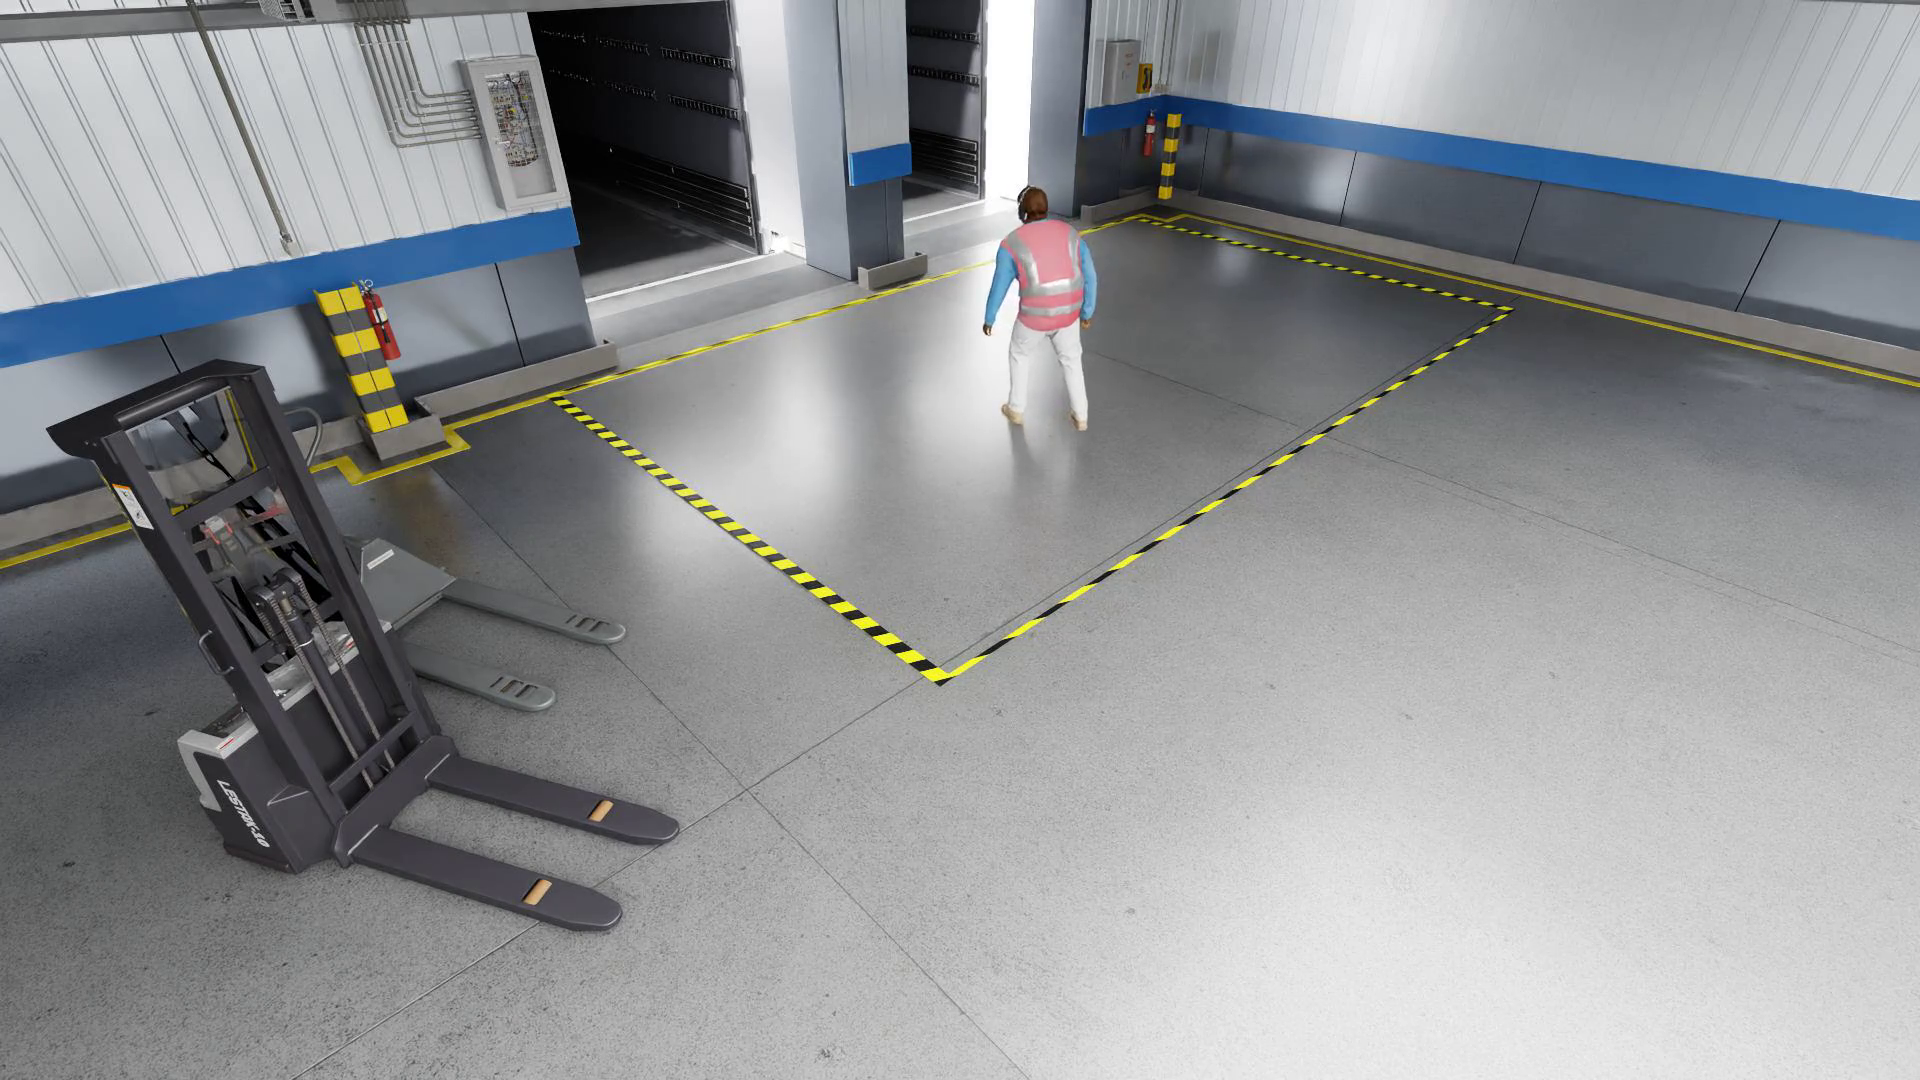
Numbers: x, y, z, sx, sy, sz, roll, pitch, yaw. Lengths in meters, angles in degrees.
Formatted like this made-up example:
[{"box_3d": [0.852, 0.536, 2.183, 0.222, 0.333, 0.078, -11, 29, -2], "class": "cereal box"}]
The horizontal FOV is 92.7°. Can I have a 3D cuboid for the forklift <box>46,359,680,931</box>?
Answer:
[{"box_3d": [-2.135, 0.422, 3.354, 1.885, 1.965, 0.823, 10, 35, 14], "class": "forklift"}]

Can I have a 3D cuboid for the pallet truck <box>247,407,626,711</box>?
[{"box_3d": [-2.628, 0.038, 4.590, 1.601, 1.201, 0.680, 12, 36, 18], "class": "pallet truck"}]

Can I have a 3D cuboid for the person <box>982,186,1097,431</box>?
[{"box_3d": [0.602, -1.635, 6.642, 0.809, 1.711, 0.604, -9, 35, -13], "class": "person"}]
